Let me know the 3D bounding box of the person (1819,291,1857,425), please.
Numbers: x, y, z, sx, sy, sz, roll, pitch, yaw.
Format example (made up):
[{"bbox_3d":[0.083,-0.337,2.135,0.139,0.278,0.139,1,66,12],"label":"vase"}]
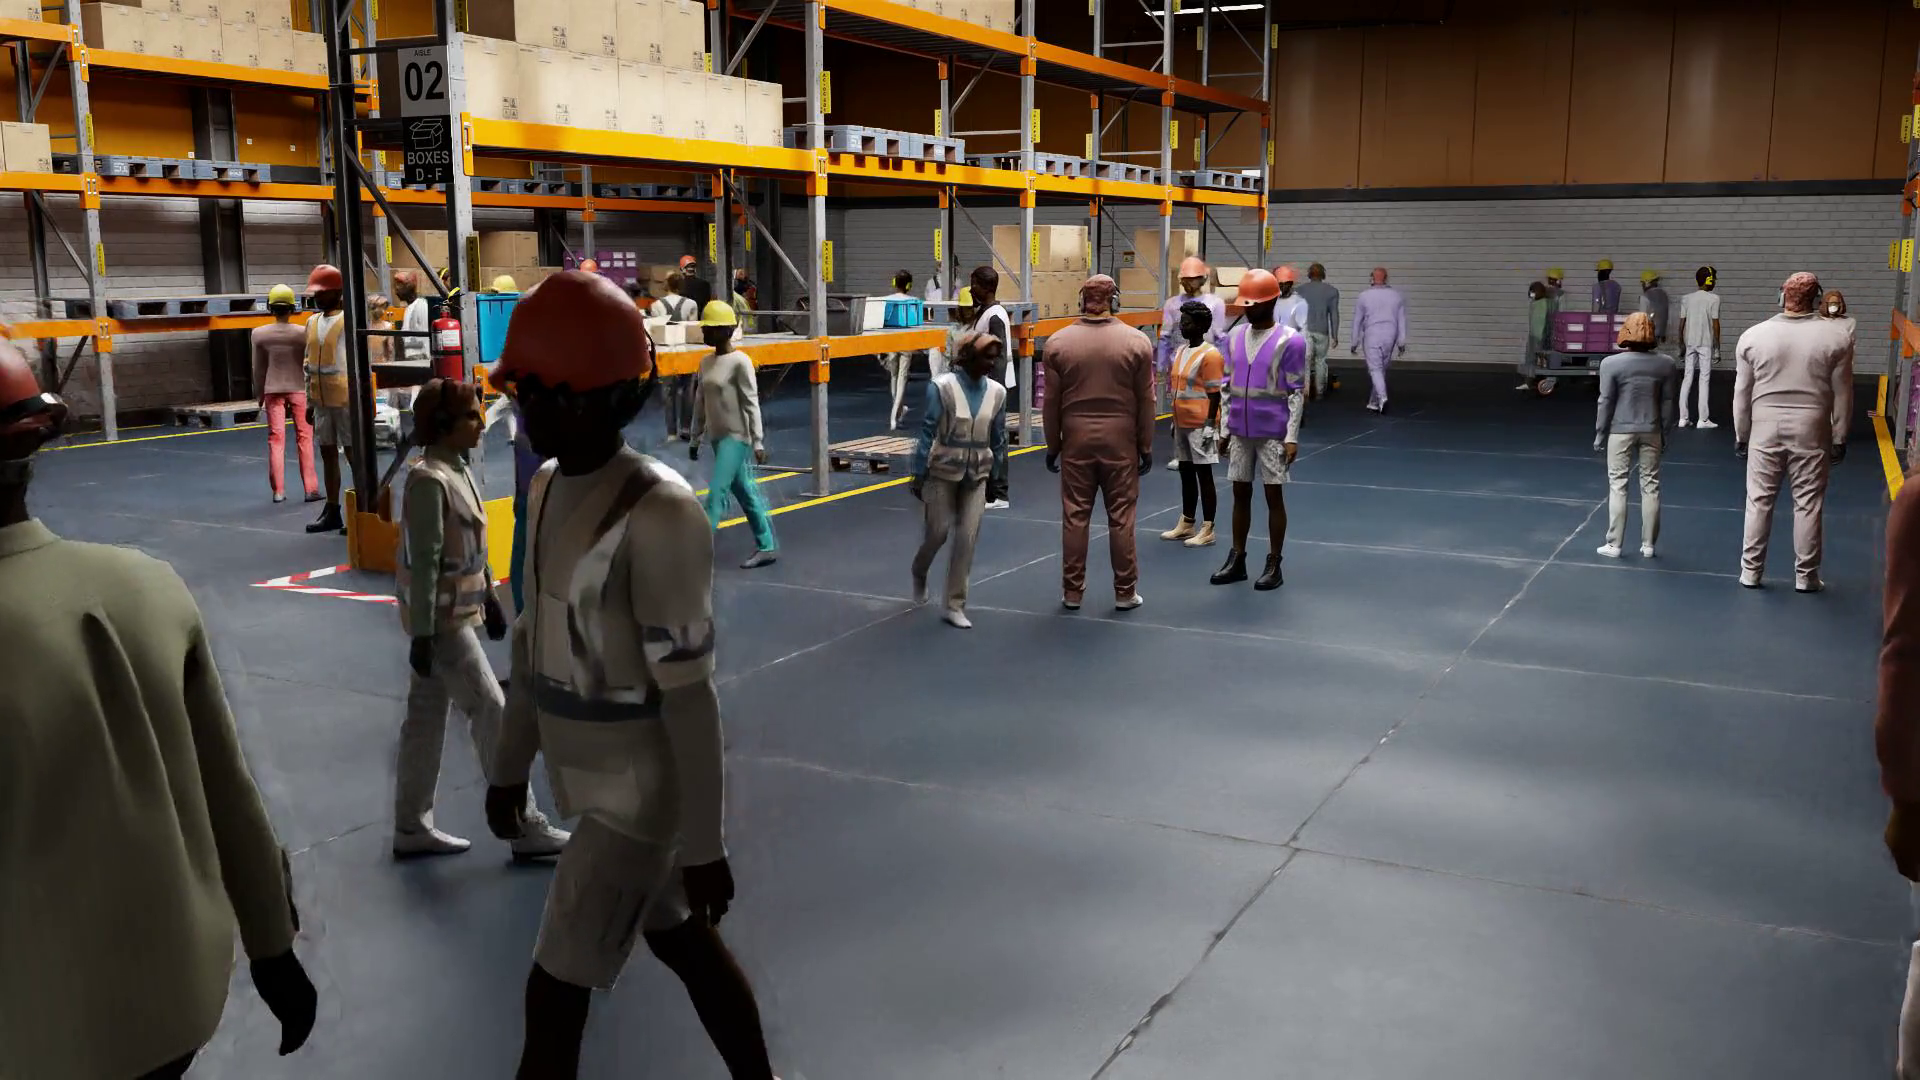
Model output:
[{"bbox_3d":[9.179,-1.814,17.592,0.500,1.626,0.284,3,10,16],"label":"person"}]

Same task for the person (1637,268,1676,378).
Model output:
[{"bbox_3d":[10.065,-3.020,24.056,0.599,1.807,0.755,-7,12,-36],"label":"person"}]

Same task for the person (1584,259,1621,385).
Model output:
[{"bbox_3d":[9.851,-3.338,25.524,0.595,1.925,0.373,-6,12,-32],"label":"person"}]

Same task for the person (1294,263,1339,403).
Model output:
[{"bbox_3d":[4.803,-2.809,22.596,0.666,1.887,1.028,3,10,14],"label":"person"}]

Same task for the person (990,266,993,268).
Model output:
[{"bbox_3d":[0.726,-3.825,28.677,0.666,1.814,0.607,-6,12,-31],"label":"person"}]

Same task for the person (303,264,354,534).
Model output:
[{"bbox_3d":[-4.507,-1.005,11.988,0.545,1.940,0.352,4,11,21],"label":"person"}]

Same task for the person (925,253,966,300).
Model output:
[{"bbox_3d":[-0.139,-3.193,24.359,0.687,2.000,0.538,7,12,33],"label":"person"}]

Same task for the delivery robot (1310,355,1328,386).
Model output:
[{"bbox_3d":[5.108,-2.413,23.873,0.477,0.478,0.707,2,10,12],"label":"delivery robot"}]

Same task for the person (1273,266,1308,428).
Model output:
[{"bbox_3d":[3.709,-2.168,18.913,0.559,1.883,1.028,7,12,37],"label":"person"}]

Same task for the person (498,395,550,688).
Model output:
[{"bbox_3d":[-1.830,-0.178,7.597,0.653,1.797,0.436,5,11,26],"label":"person"}]

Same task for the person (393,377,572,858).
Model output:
[{"bbox_3d":[-1.576,0.272,5.511,0.745,1.606,0.546,-2,10,-9],"label":"person"}]

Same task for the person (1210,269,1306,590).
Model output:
[{"bbox_3d":[1.790,-0.659,10.022,0.542,1.927,0.382,8,13,40],"label":"person"}]

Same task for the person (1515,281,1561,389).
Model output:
[{"bbox_3d":[8.572,-3.020,24.582,0.524,1.617,0.513,-1,10,-7],"label":"person"}]

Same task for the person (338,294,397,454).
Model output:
[{"bbox_3d":[-6.038,-1.674,16.822,0.648,1.608,0.328,-7,12,-36],"label":"person"}]

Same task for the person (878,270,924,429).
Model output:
[{"bbox_3d":[-0.671,-2.221,19.388,0.498,1.810,0.978,2,10,12],"label":"person"}]

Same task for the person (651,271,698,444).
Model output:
[{"bbox_3d":[-3.046,-1.951,17.782,0.549,1.820,0.564,-1,10,-6],"label":"person"}]

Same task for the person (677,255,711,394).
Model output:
[{"bbox_3d":[-3.860,-3.084,23.887,0.609,1.986,0.390,-7,12,-36],"label":"person"}]

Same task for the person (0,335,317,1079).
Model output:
[{"bbox_3d":[-1.317,0.664,2.318,0.999,1.938,0.667,1,10,8],"label":"person"}]

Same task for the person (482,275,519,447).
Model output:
[{"bbox_3d":[-4.740,-1.810,17.065,0.615,1.802,0.759,8,13,40],"label":"person"}]

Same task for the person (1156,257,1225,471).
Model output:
[{"bbox_3d":[2.205,-1.685,15.784,0.627,1.997,1.054,6,12,31],"label":"person"}]

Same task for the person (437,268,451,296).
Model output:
[{"bbox_3d":[-5.483,-1.974,17.819,0.328,1.865,0.521,0,10,2],"label":"person"}]

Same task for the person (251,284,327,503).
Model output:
[{"bbox_3d":[-5.445,-1.181,13.497,0.533,1.772,0.297,-1,10,-5],"label":"person"}]

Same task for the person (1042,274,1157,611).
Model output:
[{"bbox_3d":[0.790,-0.541,9.415,0.638,1.903,0.408,2,10,11],"label":"person"}]

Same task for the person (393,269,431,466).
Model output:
[{"bbox_3d":[-5.071,-1.628,15.791,0.467,1.867,0.631,-6,11,-29],"label":"person"}]

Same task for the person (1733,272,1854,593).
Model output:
[{"bbox_3d":[4.966,-0.636,9.946,0.642,1.908,0.409,6,11,31],"label":"person"}]

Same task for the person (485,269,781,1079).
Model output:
[{"bbox_3d":[-0.731,0.480,3.254,1.027,1.983,0.694,-6,11,-29],"label":"person"}]

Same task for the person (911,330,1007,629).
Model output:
[{"bbox_3d":[-0.034,-0.348,9.127,0.585,1.603,0.552,-4,11,-23],"label":"person"}]

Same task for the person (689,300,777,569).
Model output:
[{"bbox_3d":[-1.519,-0.632,10.432,0.918,1.715,0.547,-8,13,-38],"label":"person"}]

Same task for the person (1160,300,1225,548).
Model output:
[{"bbox_3d":[1.615,-0.800,11.503,0.315,1.696,0.541,-4,11,-23],"label":"person"}]

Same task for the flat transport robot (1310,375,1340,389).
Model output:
[{"bbox_3d":[4.908,-2.409,24.939,0.652,0.197,1.431,-9,13,-41],"label":"flat transport robot"}]

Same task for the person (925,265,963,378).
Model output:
[{"bbox_3d":[-0.094,-2.224,19.119,0.636,1.914,0.798,5,11,26],"label":"person"}]

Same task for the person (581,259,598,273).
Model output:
[{"bbox_3d":[-4.808,-2.680,21.686,0.543,1.939,0.360,-2,10,-10],"label":"person"}]

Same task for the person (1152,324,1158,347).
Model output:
[{"bbox_3d":[3.292,-3.566,26.846,0.377,1.925,0.594,-5,11,-25],"label":"person"}]

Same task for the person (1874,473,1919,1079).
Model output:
[{"bbox_3d":[2.134,0.465,3.363,0.643,1.974,0.441,-2,10,-11],"label":"person"}]

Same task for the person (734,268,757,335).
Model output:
[{"bbox_3d":[-2.569,-2.214,19.272,0.430,1.843,0.625,0,10,2],"label":"person"}]

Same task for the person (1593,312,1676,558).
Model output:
[{"bbox_3d":[4.471,-0.691,11.053,0.501,1.633,0.283,0,10,2],"label":"person"}]

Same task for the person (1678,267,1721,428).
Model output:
[{"bbox_3d":[8.574,-2.225,19.273,0.331,1.865,0.519,-7,12,-34],"label":"person"}]

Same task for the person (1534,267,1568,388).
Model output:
[{"bbox_3d":[8.849,-3.175,24.924,0.448,1.814,0.618,-5,11,-28],"label":"person"}]

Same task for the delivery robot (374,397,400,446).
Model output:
[{"bbox_3d":[-5.885,-1.203,16.867,0.477,0.478,0.707,-2,10,-14],"label":"delivery robot"}]

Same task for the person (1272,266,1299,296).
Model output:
[{"bbox_3d":[4.148,-2.677,21.914,0.618,1.859,0.743,3,10,19],"label":"person"}]

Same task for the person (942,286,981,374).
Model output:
[{"bbox_3d":[0.071,-1.307,14.333,0.495,1.741,0.347,5,11,27],"label":"person"}]

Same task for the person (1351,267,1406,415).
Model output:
[{"bbox_3d":[5.310,-2.522,21.044,0.655,1.854,1.010,-1,10,-7],"label":"person"}]

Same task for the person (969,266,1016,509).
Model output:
[{"bbox_3d":[0.244,-1.206,13.213,0.375,1.916,0.599,-2,10,-9],"label":"person"}]
